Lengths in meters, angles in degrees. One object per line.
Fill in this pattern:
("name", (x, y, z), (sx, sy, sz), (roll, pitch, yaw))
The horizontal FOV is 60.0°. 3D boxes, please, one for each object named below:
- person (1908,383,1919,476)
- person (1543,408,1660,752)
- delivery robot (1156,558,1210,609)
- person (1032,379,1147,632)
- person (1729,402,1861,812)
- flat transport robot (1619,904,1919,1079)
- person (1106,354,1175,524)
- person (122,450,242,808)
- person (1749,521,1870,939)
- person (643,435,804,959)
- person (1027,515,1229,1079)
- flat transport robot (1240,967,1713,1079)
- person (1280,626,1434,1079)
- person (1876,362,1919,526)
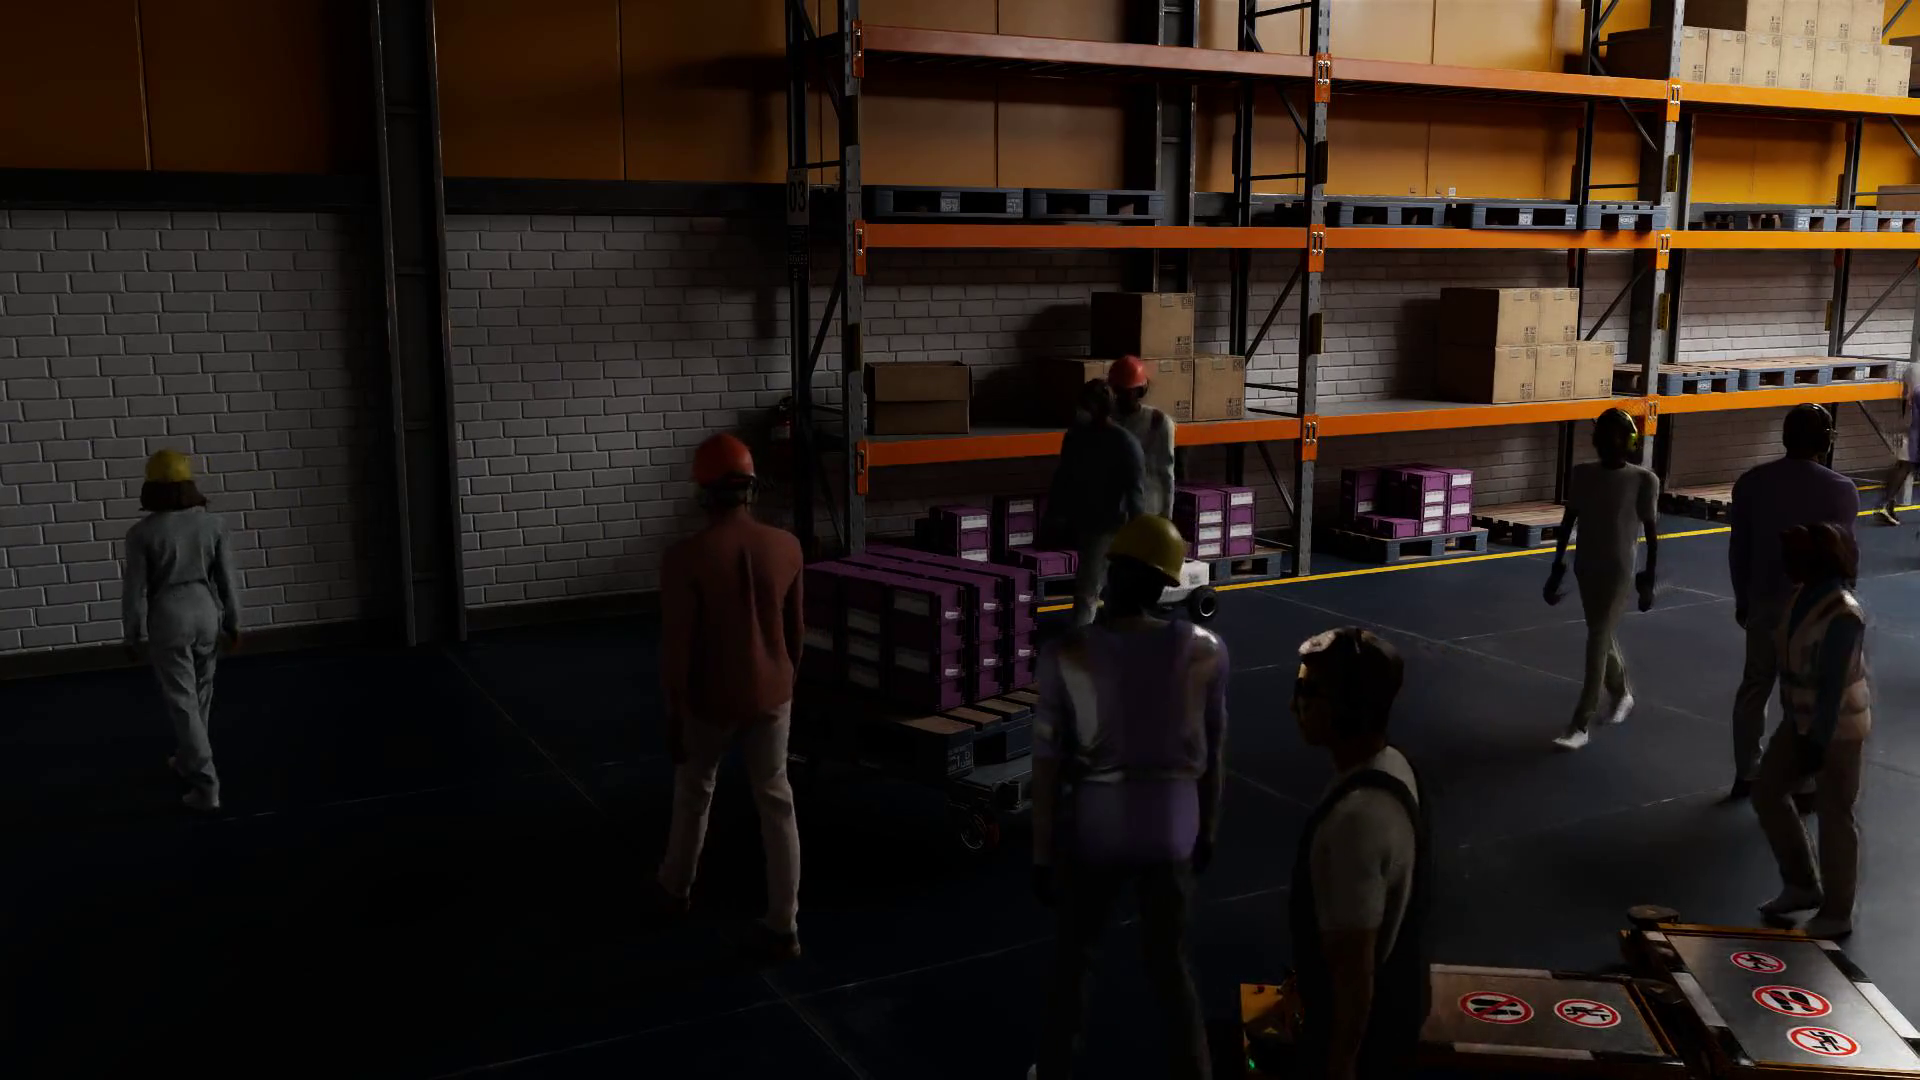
("person", (8.324, -0.722, 14.050), (0.699, 1.883, 0.645), (-6, 11, -31))
("person", (3.514, 0.185, 9.050), (0.987, 1.829, 0.511), (-9, 13, -41))
("delivery robot", (1.425, 0.278, 11.845), (0.707, 0.478, 0.477), (-6, 12, -31))
("person", (0.766, -0.024, 10.021), (1.028, 1.879, 0.631), (-6, 11, -30))
("person", (3.957, 0.315, 7.920), (0.372, 1.941, 0.627), (-6, 11, -29))
("flat transport robot", (2.696, 1.572, 5.485), (0.652, 0.197, 1.431), (1, 10, 8))
("person", (1.164, -0.248, 11.019), (0.629, 2.002, 0.841), (6, 11, 29))
("person", (-3.790, 0.412, 8.056), (0.818, 1.699, 0.502), (8, 13, 40))
("person", (3.296, 0.729, 6.410), (0.413, 1.619, 0.551), (1, 10, 4))
("person", (-0.912, 0.569, 6.416), (0.664, 1.946, 0.977), (-7, 12, -34))
("person", (0.506, 0.879, 4.871), (0.609, 1.872, 0.710), (-1, 10, -5))
("flat transport robot", (1.636, 1.594, 5.358), (1.431, 0.197, 0.652), (1, 10, 8))
("person", (0.887, 1.091, 3.760), (0.443, 1.830, 0.515), (5, 11, 25))
("person", (9.276, -1.081, 16.011), (0.963, 1.933, 0.614), (-5, 11, -28))
